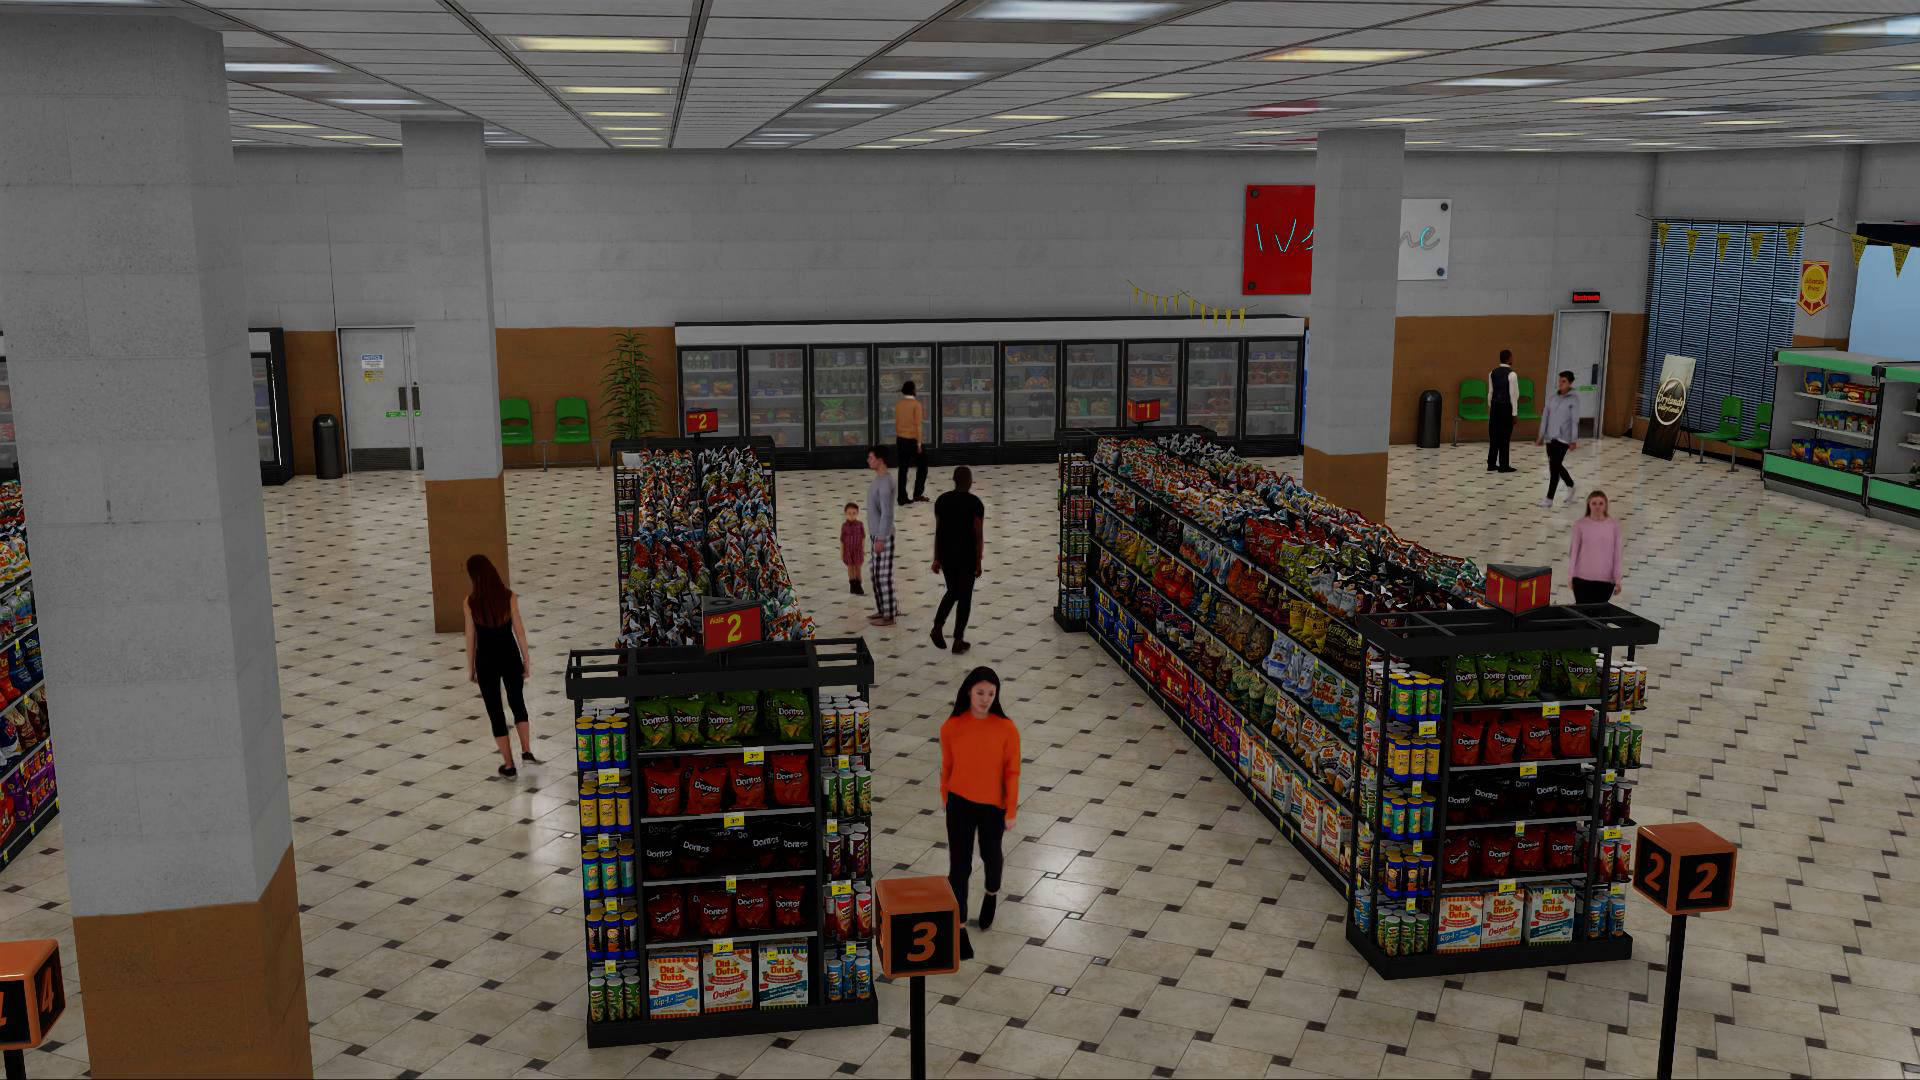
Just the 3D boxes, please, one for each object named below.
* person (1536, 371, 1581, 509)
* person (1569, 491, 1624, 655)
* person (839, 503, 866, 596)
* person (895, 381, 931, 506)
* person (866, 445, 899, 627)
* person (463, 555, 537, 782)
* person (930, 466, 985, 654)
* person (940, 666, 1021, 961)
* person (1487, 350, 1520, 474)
[{"bbox_3d":[8.428,-1.405,23.234,1.011,1.897,1.222,-7,14,-28],"label":"person"},{"bbox_3d":[5.869,0.377,15.401,0.851,1.636,1.165,2,12,10],"label":"person"},{"bbox_3d":[-1.174,0.085,18.309,0.436,1.010,0.552,-2,12,-9],"label":"person"},{"bbox_3d":[-0.761,-1.339,23.301,0.860,1.738,0.923,9,15,37],"label":"person"},{"bbox_3d":[-0.783,-0.057,16.955,0.689,1.846,0.445,-2,12,-11],"label":"person"},{"bbox_3d":[-3.447,0.964,12.454,0.674,1.701,0.693,-3,12,-15],"label":"person"},{"bbox_3d":[-0.060,0.228,15.735,0.937,1.791,1.005,7,14,31],"label":"person"},{"bbox_3d":[0.113,1.534,9.732,0.849,1.708,1.170,2,12,11],"label":"person"},{"bbox_3d":[8.531,-2.035,26.171,0.829,1.919,0.681,-8,14,-34],"label":"person"}]
